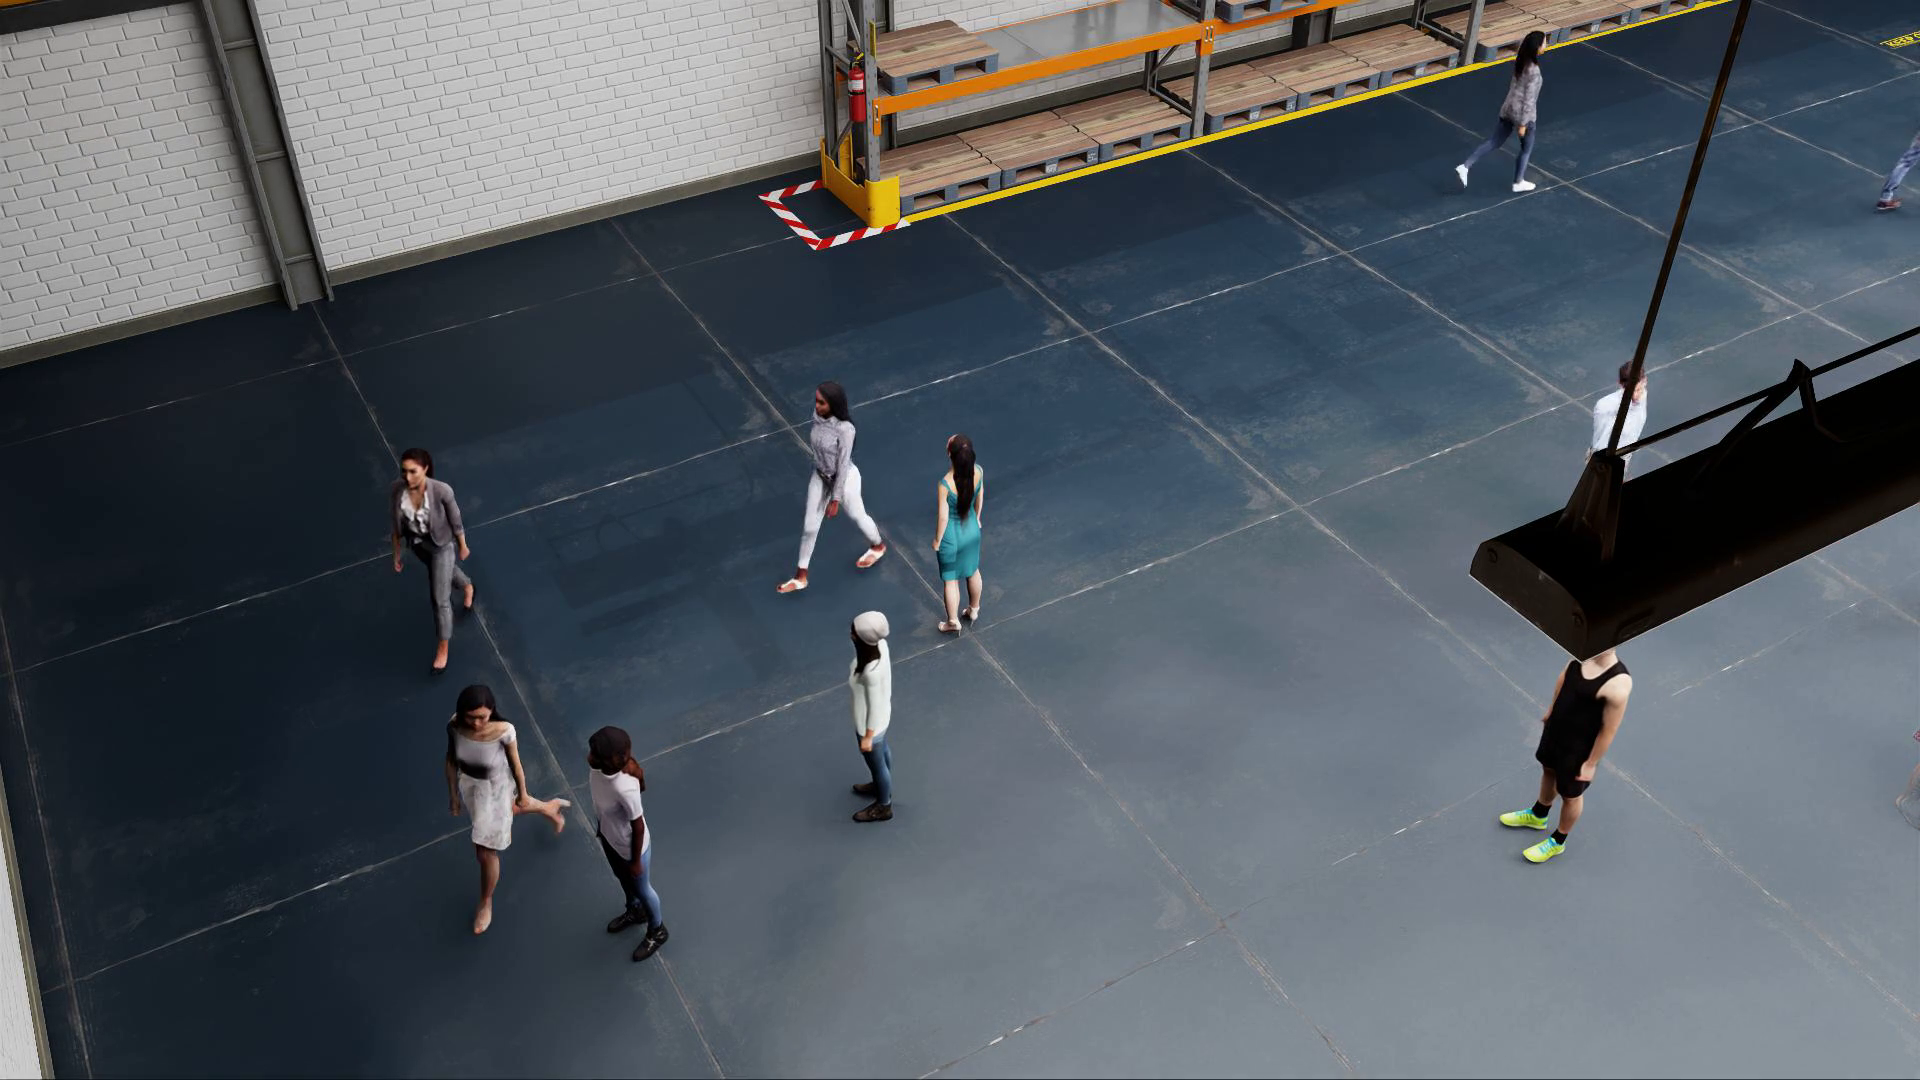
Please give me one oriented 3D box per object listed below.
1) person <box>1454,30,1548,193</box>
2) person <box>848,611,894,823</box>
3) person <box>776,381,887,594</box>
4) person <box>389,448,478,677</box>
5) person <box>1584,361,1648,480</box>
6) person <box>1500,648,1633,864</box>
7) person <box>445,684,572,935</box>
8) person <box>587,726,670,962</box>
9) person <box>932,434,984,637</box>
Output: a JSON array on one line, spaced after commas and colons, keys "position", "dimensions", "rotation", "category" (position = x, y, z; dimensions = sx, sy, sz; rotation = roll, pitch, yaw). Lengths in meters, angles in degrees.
[{"position": [5.527, -4.276, 16.758], "dimensions": [1.186, 1.702, 0.854], "rotation": [-8, 39, -10], "category": "person"}, {"position": [-0.536, 1.062, 10.121], "dimensions": [0.658, 1.644, 0.647], "rotation": [0, 39, 0], "category": "person"}, {"position": [-0.813, -0.409, 11.935], "dimensions": [1.211, 1.677, 0.787], "rotation": [-31, 48, -33], "category": "person"}, {"position": [-3.584, 0.023, 11.433], "dimensions": [1.089, 1.629, 1.149], "rotation": [9, 40, 11], "category": "person"}, {"position": [4.701, -0.584, 12.044], "dimensions": [0.949, 1.816, 0.550], "rotation": [27, 46, 30], "category": "person"}, {"position": [3.641, 1.137, 9.827], "dimensions": [0.693, 1.892, 0.750], "rotation": [-8, 39, -10], "category": "person"}, {"position": [-2.657, 1.421, 9.606], "dimensions": [1.104, 1.726, 1.192], "rotation": [12, 40, 15], "category": "person"}, {"position": [-1.872, 1.675, 9.293], "dimensions": [0.562, 1.719, 0.616], "rotation": [-26, 45, -29], "category": "person"}, {"position": [-0.005, -0.035, 11.459], "dimensions": [0.463, 1.687, 0.634], "rotation": [-26, 45, -29], "category": "person"}]
